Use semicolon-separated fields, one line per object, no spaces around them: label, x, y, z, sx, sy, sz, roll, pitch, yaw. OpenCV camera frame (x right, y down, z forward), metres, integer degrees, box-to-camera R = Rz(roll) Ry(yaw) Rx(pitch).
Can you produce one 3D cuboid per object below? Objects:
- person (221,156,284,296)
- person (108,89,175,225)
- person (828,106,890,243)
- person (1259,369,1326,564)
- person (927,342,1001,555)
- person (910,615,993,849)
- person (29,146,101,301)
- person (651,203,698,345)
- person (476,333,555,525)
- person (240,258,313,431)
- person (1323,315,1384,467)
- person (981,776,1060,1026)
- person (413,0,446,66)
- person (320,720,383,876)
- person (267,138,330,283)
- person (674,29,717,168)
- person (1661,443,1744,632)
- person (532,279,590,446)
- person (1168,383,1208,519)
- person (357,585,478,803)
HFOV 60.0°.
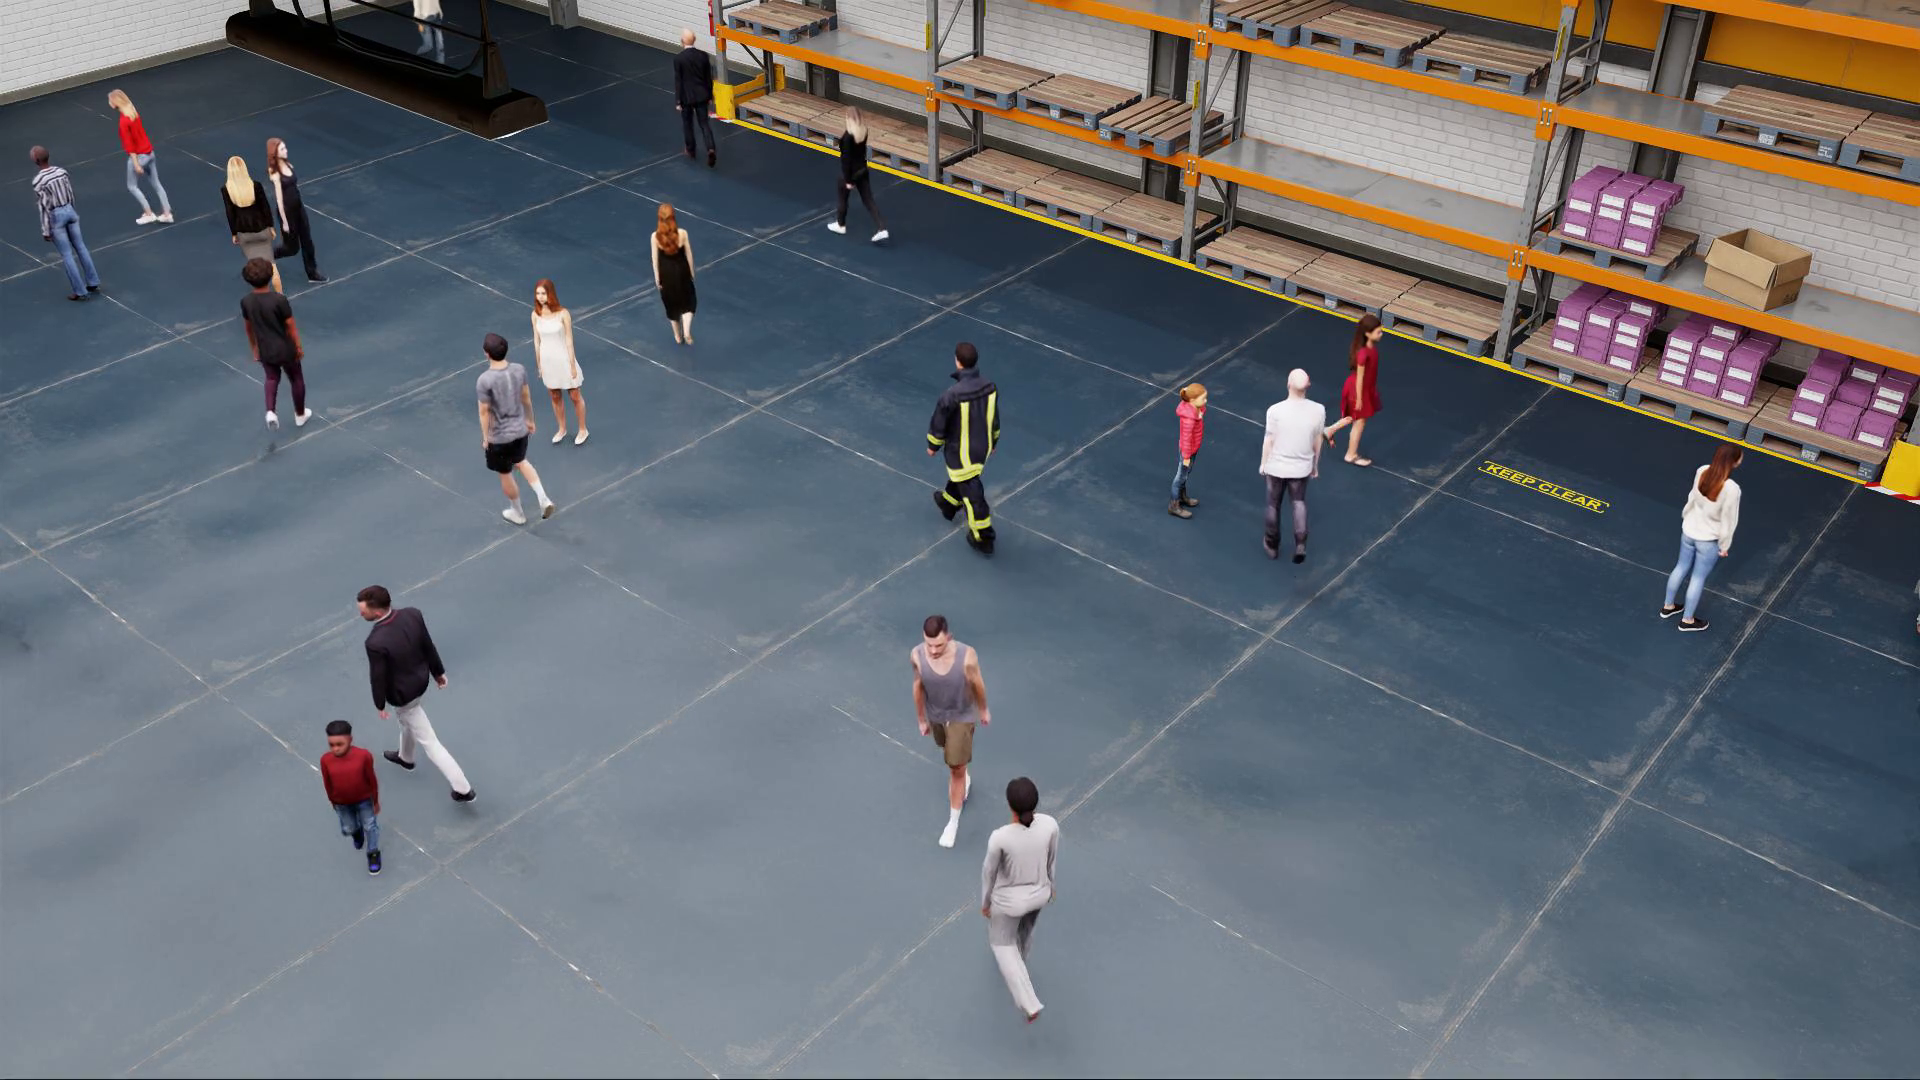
person;-7.723;-3.315;18.207;0.684;1.843;0.675;-15;37;-22
person;-9.966;-4.680;20.399;0.808;1.690;0.765;3;34;4
person;-1.175;-4.339;19.926;1.161;1.646;0.668;22;40;30
person;2.799;-0.559;14.086;0.938;1.816;0.999;-4;34;-6
person;0.113;-0.746;14.314;0.924;1.874;1.231;-25;41;-32
person;-0.039;1.156;11.548;1.144;1.781;1.034;7;34;11
person;-10.035;-3.547;18.600;0.664;1.794;0.711;11;35;17
person;-3.011;-2.758;17.573;0.800;1.618;0.874;-6;34;-9
person;-3.906;-0.919;14.589;0.808;1.858;0.645;24;41;32
person;-6.628;-1.845;16.064;0.897;1.767;0.944;-1;34;-1
person;3.691;-1.423;15.636;0.870;1.538;0.717;11;35;15
person;0.390;2.192;10.038;0.918;1.714;1.100;-13;36;-19
person;-8.083;-7.839;25.177;0.935;1.662;0.681;20;38;27
person;-4.080;1.680;11.233;0.667;1.246;0.738;-6;34;-9
person;-7.706;-3.727;18.927;1.068;1.732;0.900;5;34;7
person;-3.498;-5.839;22.065;1.017;1.776;1.240;-14;36;-20
person;6.007;-0.041;13.418;0.769;1.692;0.655;-11;35;-16
person;-3.843;-1.714;15.917;0.607;1.713;0.710;6;34;9
person;2.038;-0.825;14.939;0.565;1.314;0.561;12;36;18
person;-3.783;1.115;11.598;1.284;1.782;0.855;19;38;26
